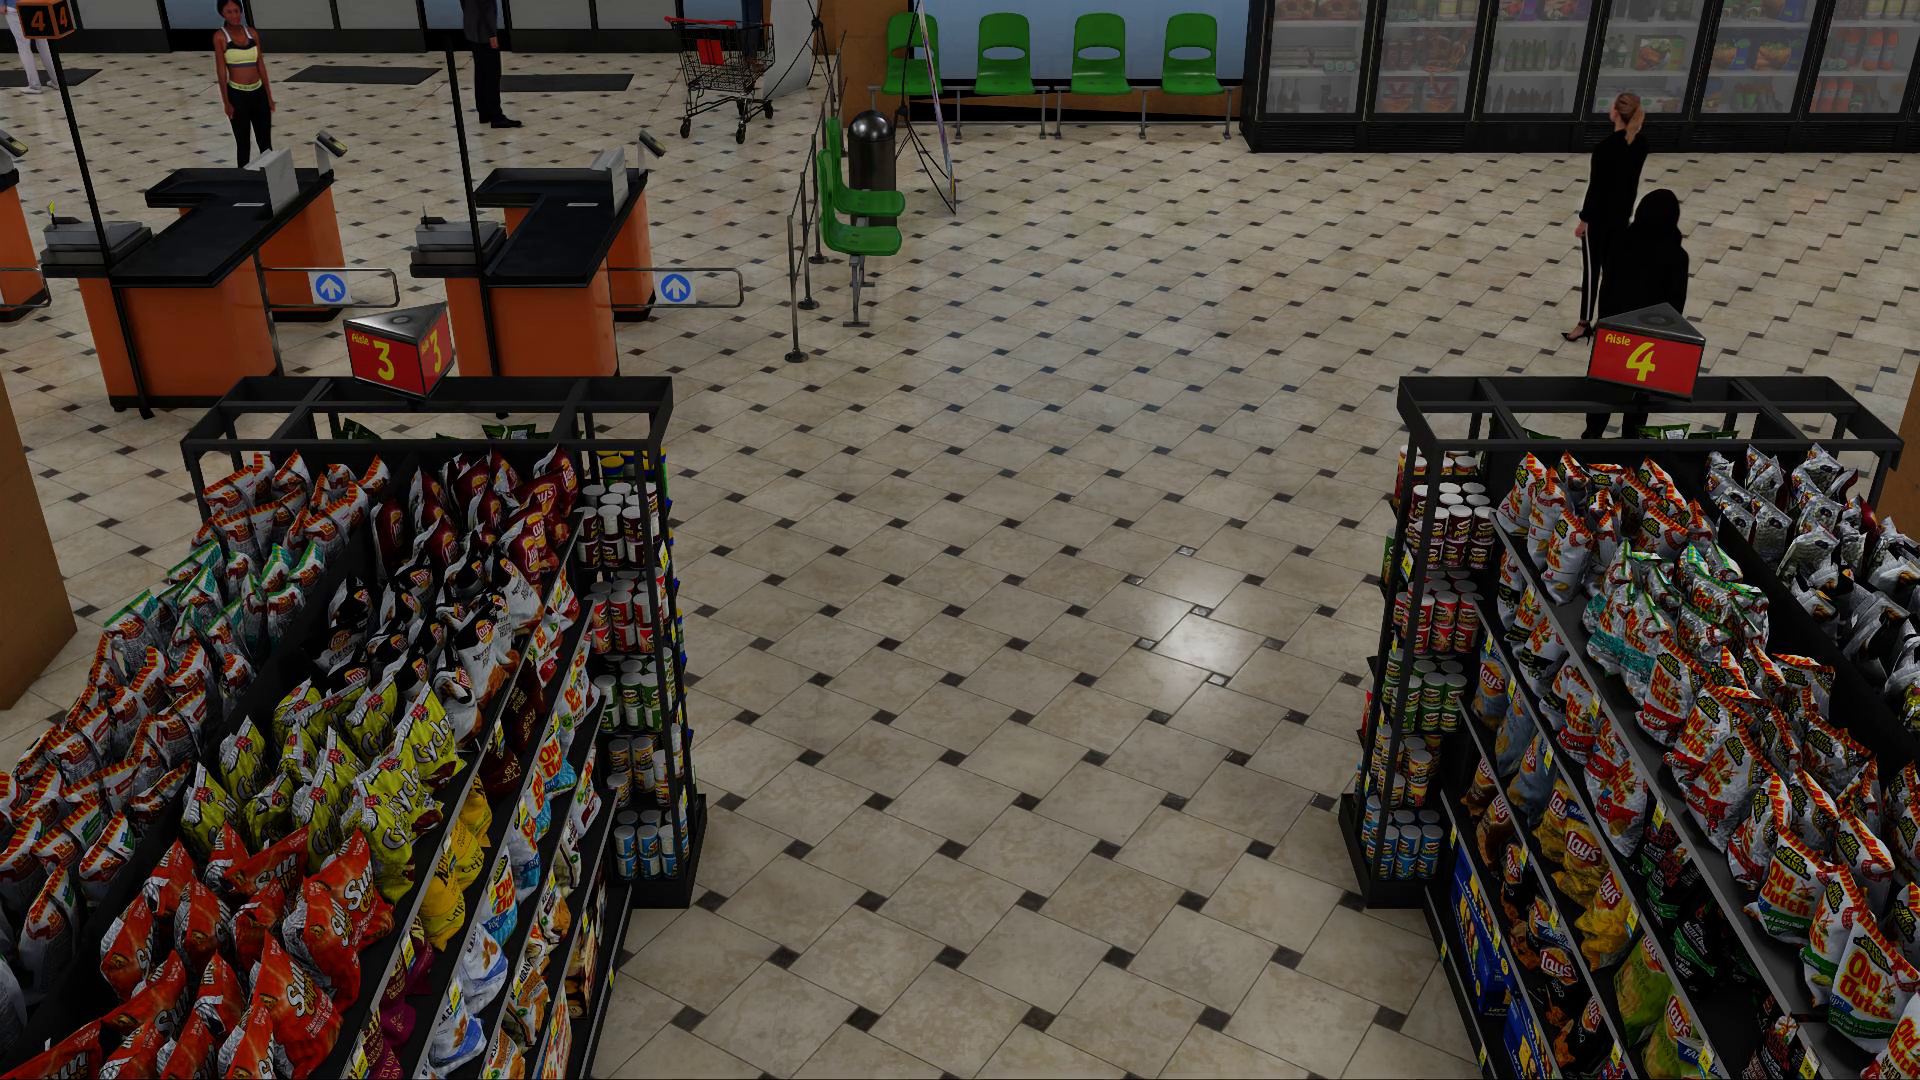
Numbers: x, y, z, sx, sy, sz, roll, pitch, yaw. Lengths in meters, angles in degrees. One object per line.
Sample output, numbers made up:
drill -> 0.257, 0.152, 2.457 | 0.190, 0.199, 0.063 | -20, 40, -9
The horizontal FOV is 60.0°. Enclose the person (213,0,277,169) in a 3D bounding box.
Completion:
person -> -5.993, -3.693, 13.984 | 0.640, 1.753, 0.694 | -24, 37, -37

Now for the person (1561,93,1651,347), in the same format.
person -> 4.360, -2.150, 11.206 | 0.693, 1.707, 0.685 | -13, 31, -22

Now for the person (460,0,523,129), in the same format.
person -> -4.662, -4.993, 16.273 | 0.861, 1.841, 0.764 | -20, 34, -32

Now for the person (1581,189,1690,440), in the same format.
person -> 3.896, -1.225, 9.604 | 0.761, 1.617, 0.812 | 23, 36, 35

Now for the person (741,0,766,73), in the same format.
person -> -2.328, -6.103, 18.357 | 0.726, 1.792, 0.617 | -15, 32, -26

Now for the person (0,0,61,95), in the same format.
person -> -9.850, -5.658, 17.441 | 0.803, 1.888, 0.683 | 16, 32, 26
